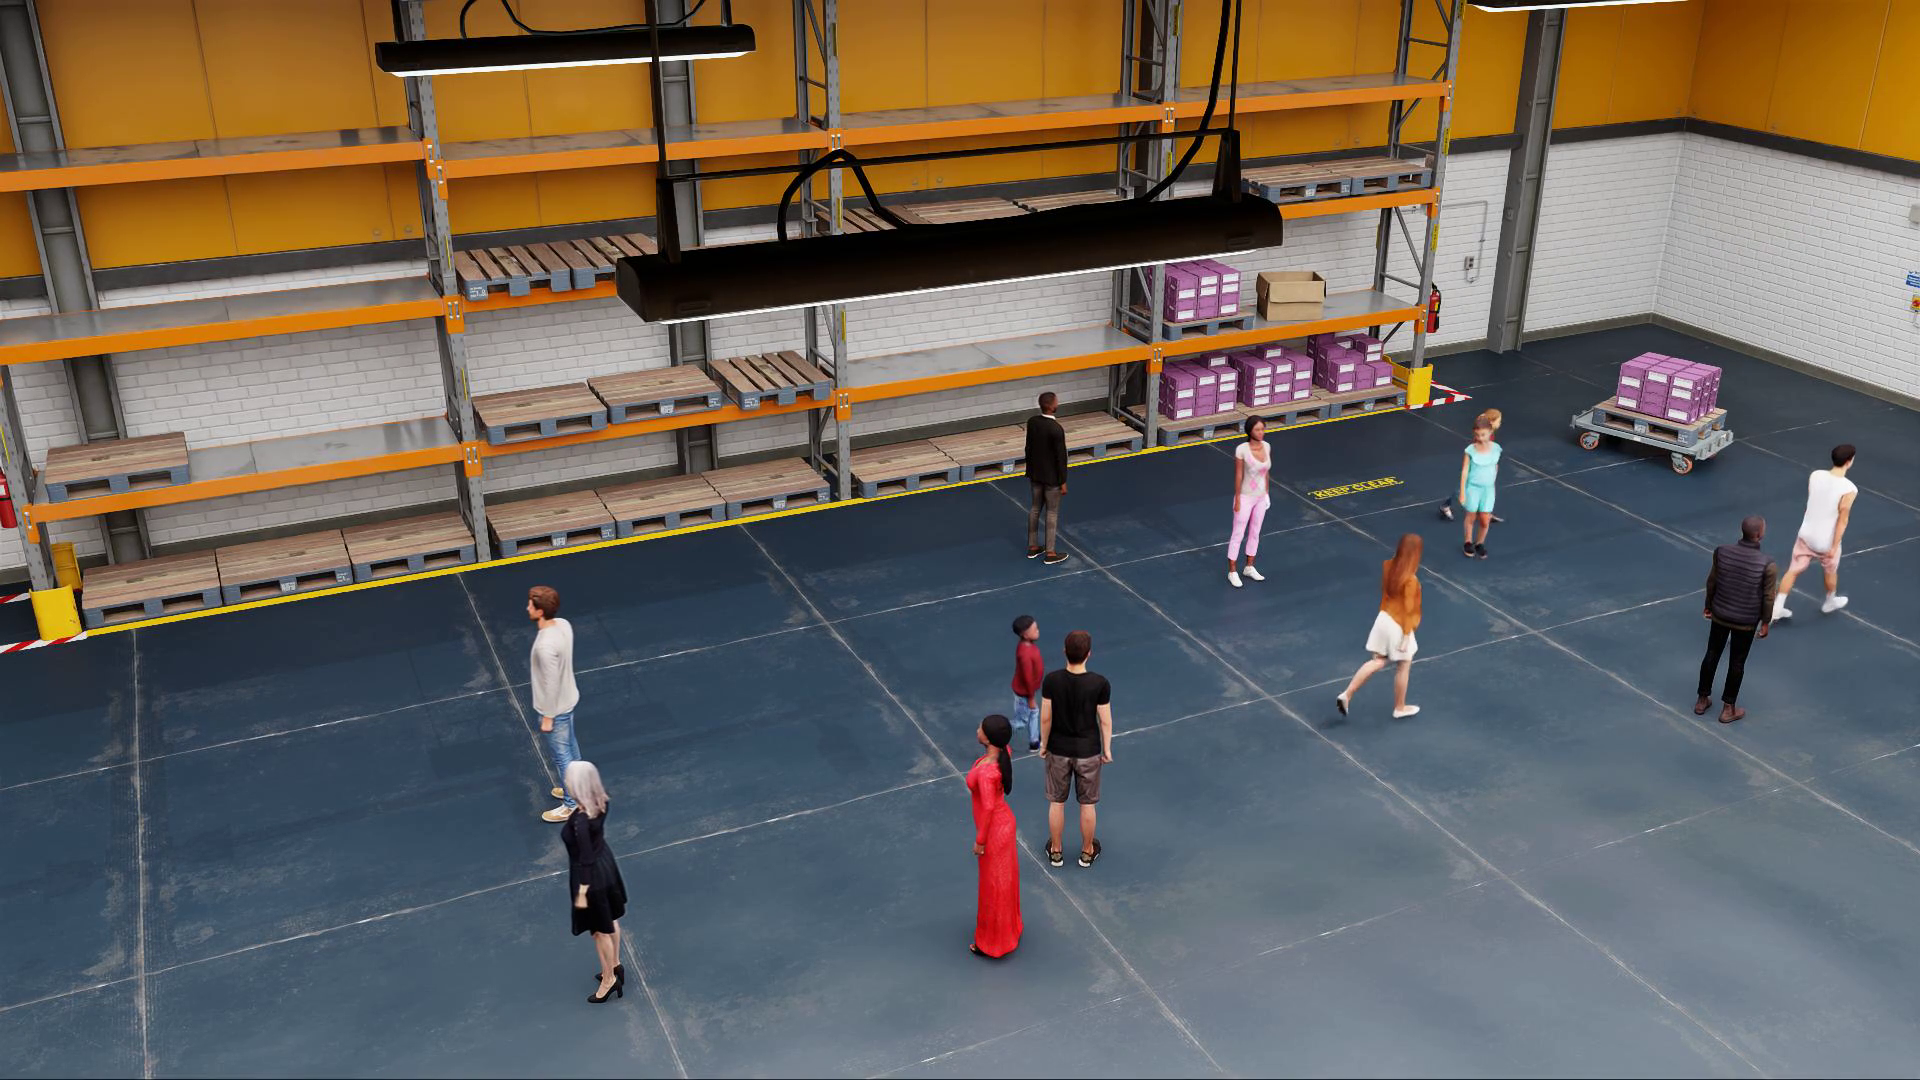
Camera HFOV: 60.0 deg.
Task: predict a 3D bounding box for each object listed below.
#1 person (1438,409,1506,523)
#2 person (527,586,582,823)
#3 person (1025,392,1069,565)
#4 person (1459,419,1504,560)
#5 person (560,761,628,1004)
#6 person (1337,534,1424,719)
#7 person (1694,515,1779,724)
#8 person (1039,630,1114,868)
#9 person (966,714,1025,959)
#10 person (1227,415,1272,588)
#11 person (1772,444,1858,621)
[{"bbox_3d":[5.513,-0.789,17.887,0.894,1.287,0.906,13,27,27],"label":"person"},{"bbox_3d":[-3.033,1.221,12.519,0.729,1.903,0.753,0,24,1],"label":"person"},{"bbox_3d":[0.875,-0.646,16.919,0.664,1.800,0.726,-21,31,-39],"label":"person"},{"bbox_3d":[5.313,-0.539,17.018,0.679,1.524,0.738,-3,24,-6],"label":"person"},{"bbox_3d":[-2.334,2.161,10.564,0.714,1.746,0.696,1,24,3],"label":"person"},{"bbox_3d":[3.543,0.749,13.854,0.991,1.698,0.618,-11,26,-23],"label":"person"},{"bbox_3d":[6.483,0.642,13.928,0.681,1.835,0.763,-20,31,-38],"label":"person"},{"bbox_3d":[0.808,1.497,11.941,0.704,1.860,0.829,3,24,6],"label":"person"},{"bbox_3d":[0.226,1.946,11.009,0.781,1.784,0.732,6,24,14],"label":"person"},{"bbox_3d":[2.867,-0.403,16.437,0.469,1.741,0.645,-13,27,-27],"label":"person"},{"bbox_3d":[7.978,-0.025,15.571,1.150,1.742,0.698,-13,27,-27],"label":"person"}]
